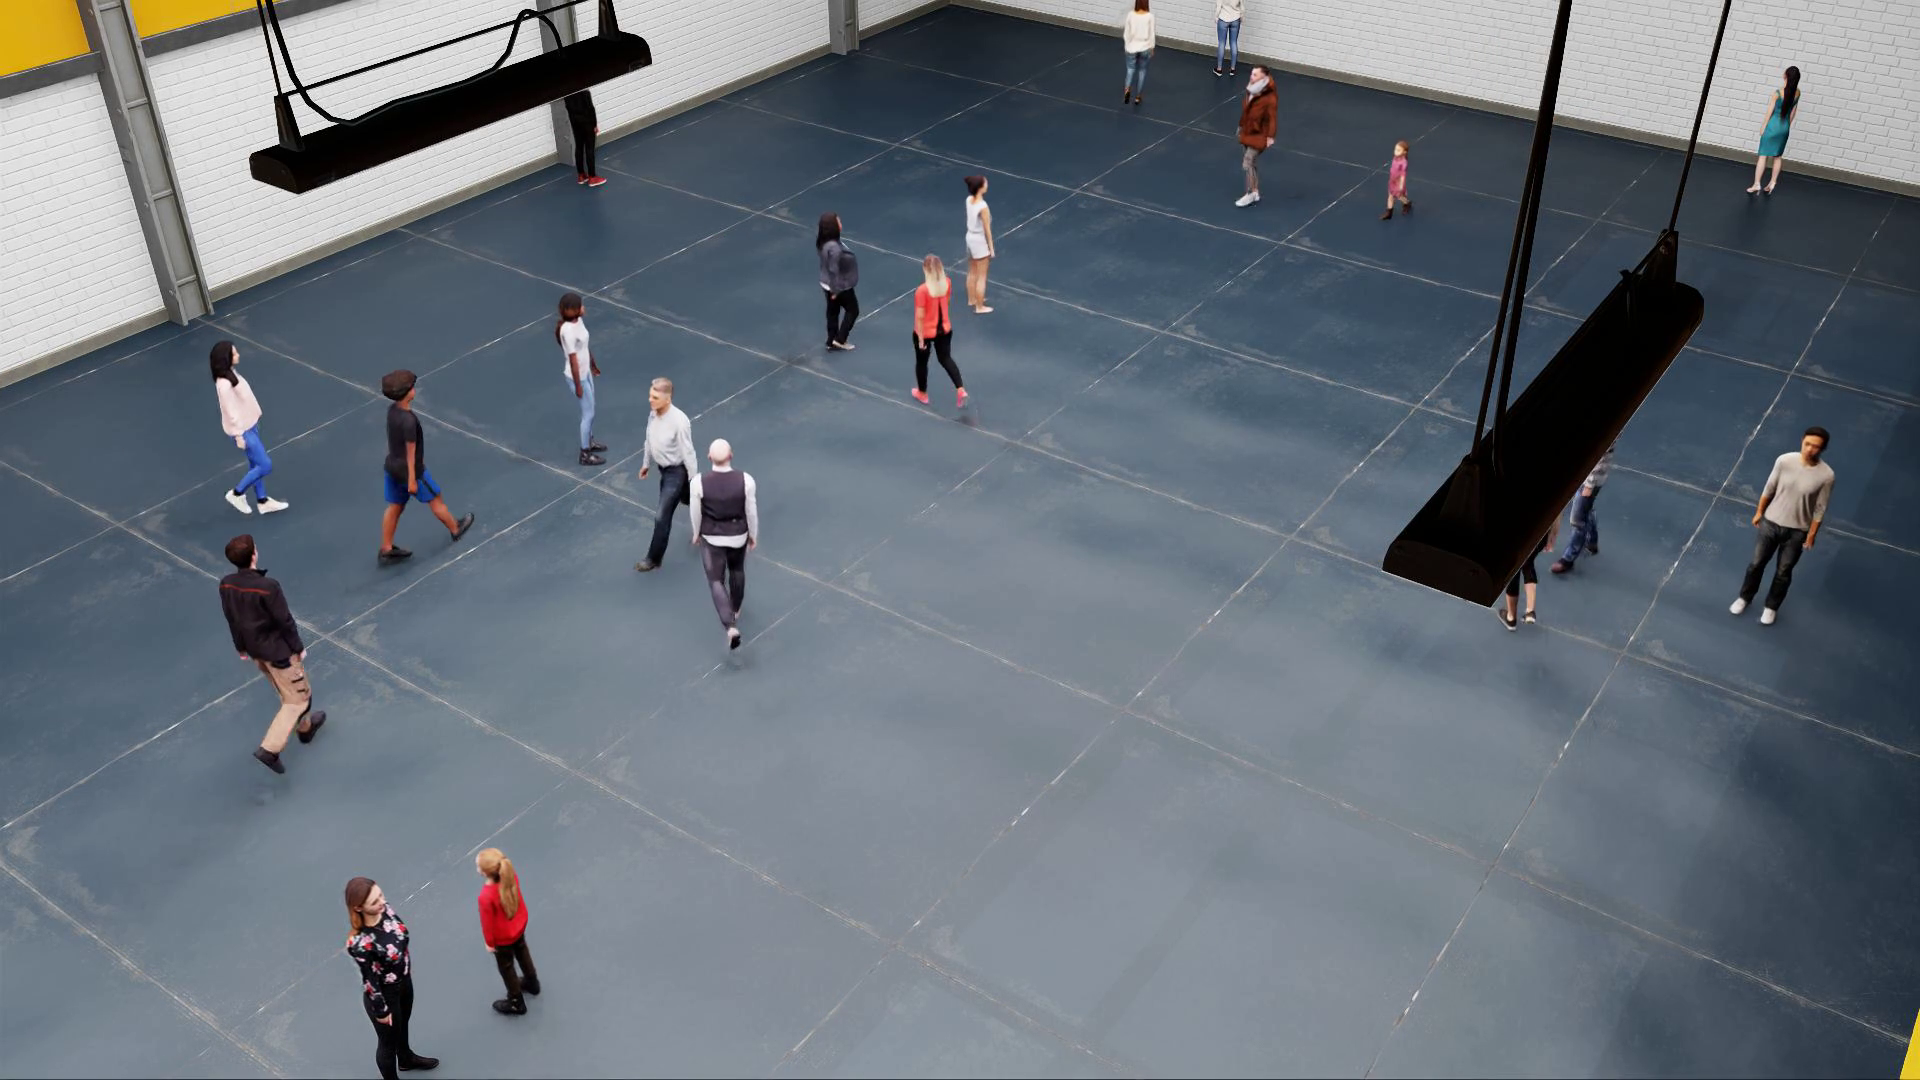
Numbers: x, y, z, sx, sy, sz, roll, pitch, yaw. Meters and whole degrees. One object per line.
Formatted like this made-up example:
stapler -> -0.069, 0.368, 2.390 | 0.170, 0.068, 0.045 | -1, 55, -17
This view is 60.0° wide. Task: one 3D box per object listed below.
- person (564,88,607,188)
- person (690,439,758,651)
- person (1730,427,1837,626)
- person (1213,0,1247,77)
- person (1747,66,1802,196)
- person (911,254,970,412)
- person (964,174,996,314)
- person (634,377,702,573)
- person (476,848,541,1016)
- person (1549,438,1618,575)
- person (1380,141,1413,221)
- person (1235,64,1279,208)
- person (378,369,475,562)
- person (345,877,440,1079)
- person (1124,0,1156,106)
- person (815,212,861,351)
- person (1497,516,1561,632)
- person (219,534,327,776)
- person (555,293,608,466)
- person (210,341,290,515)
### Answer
person -> -4.969, -5.494, 21.865 | 0.614, 1.675, 0.531 | 17, 37, 24
person -> -1.895, 0.052, 13.413 | 1.183, 1.795, 1.183 | -9, 35, -13
person -> 6.827, -0.151, 13.703 | 0.671, 1.812, 0.575 | 24, 41, 32
person -> 4.162, -8.037, 25.678 | 0.704, 1.689, 0.740 | -2, 34, -3
person -> 10.601, -5.311, 21.581 | 0.607, 1.685, 0.662 | -5, 34, -7
person -> -0.203, -2.048, 16.682 | 1.051, 1.674, 0.885 | -23, 40, -30
person -> 0.202, -3.333, 18.674 | 0.667, 1.609, 0.653 | -18, 38, -25
person -> -2.423, -0.636, 14.466 | 1.258, 1.774, 0.894 | -23, 40, -31
person -> -2.816, 2.415, 10.321 | 0.603, 1.283, 0.497 | 9, 35, 14
person -> 5.423, -0.551, 14.293 | 0.935, 1.825, 0.768 | 0, 34, 0
person -> 5.577, -4.555, 21.053 | 0.742, 1.011, 0.609 | -15, 36, -21
person -> 3.837, -5.182, 21.266 | 0.896, 1.819, 0.857 | -15, 36, -21
person -> -4.878, -0.574, 14.406 | 1.207, 1.739, 0.815 | -23, 40, -30
person -> -3.343, 2.593, 9.692 | 0.715, 1.682, 0.610 | 2, 34, 3
person -> 2.605, -7.166, 24.386 | 0.731, 1.669, 0.859 | 12, 35, 17
person -> -1.389, -2.741, 17.804 | 0.792, 1.586, 0.770 | -19, 38, -26
person -> 4.626, 0.035, 13.513 | 0.764, 1.713, 0.838 | -1, 34, -1
person -> -5.044, 0.852, 12.112 | 0.873, 1.903, 1.144 | 11, 35, 15
person -> -3.661, -1.560, 15.909 | 0.783, 1.717, 0.695 | 0, 34, 0
person -> -6.544, -0.977, 14.991 | 0.916, 1.762, 0.856 | -6, 34, -9
